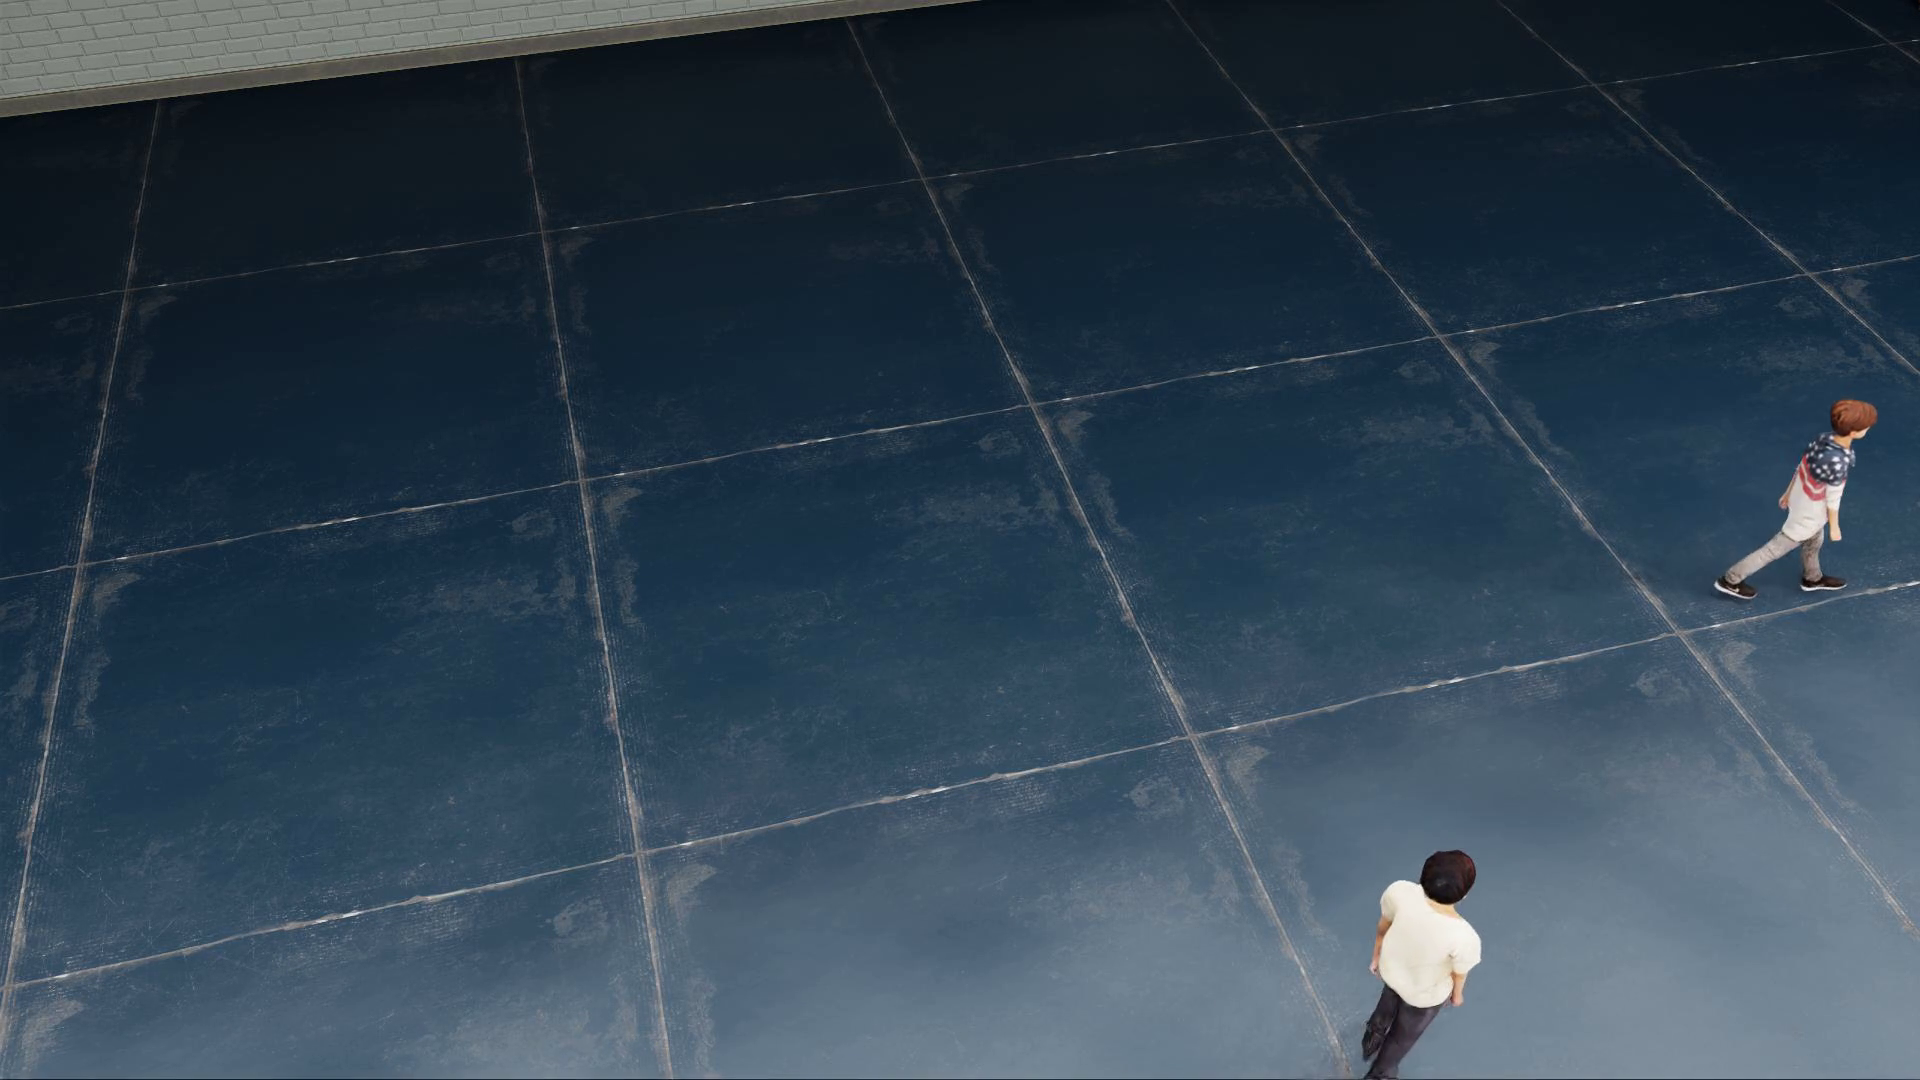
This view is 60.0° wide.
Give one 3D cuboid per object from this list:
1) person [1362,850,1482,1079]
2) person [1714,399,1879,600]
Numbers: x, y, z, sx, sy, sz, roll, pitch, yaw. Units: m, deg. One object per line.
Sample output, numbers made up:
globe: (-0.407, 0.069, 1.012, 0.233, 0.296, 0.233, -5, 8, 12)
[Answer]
person: (1.869, 1.880, 7.016, 0.740, 1.578, 0.640, -27, 49, -26)
person: (4.713, -0.185, 9.354, 0.864, 1.406, 0.977, 8, 44, 8)
